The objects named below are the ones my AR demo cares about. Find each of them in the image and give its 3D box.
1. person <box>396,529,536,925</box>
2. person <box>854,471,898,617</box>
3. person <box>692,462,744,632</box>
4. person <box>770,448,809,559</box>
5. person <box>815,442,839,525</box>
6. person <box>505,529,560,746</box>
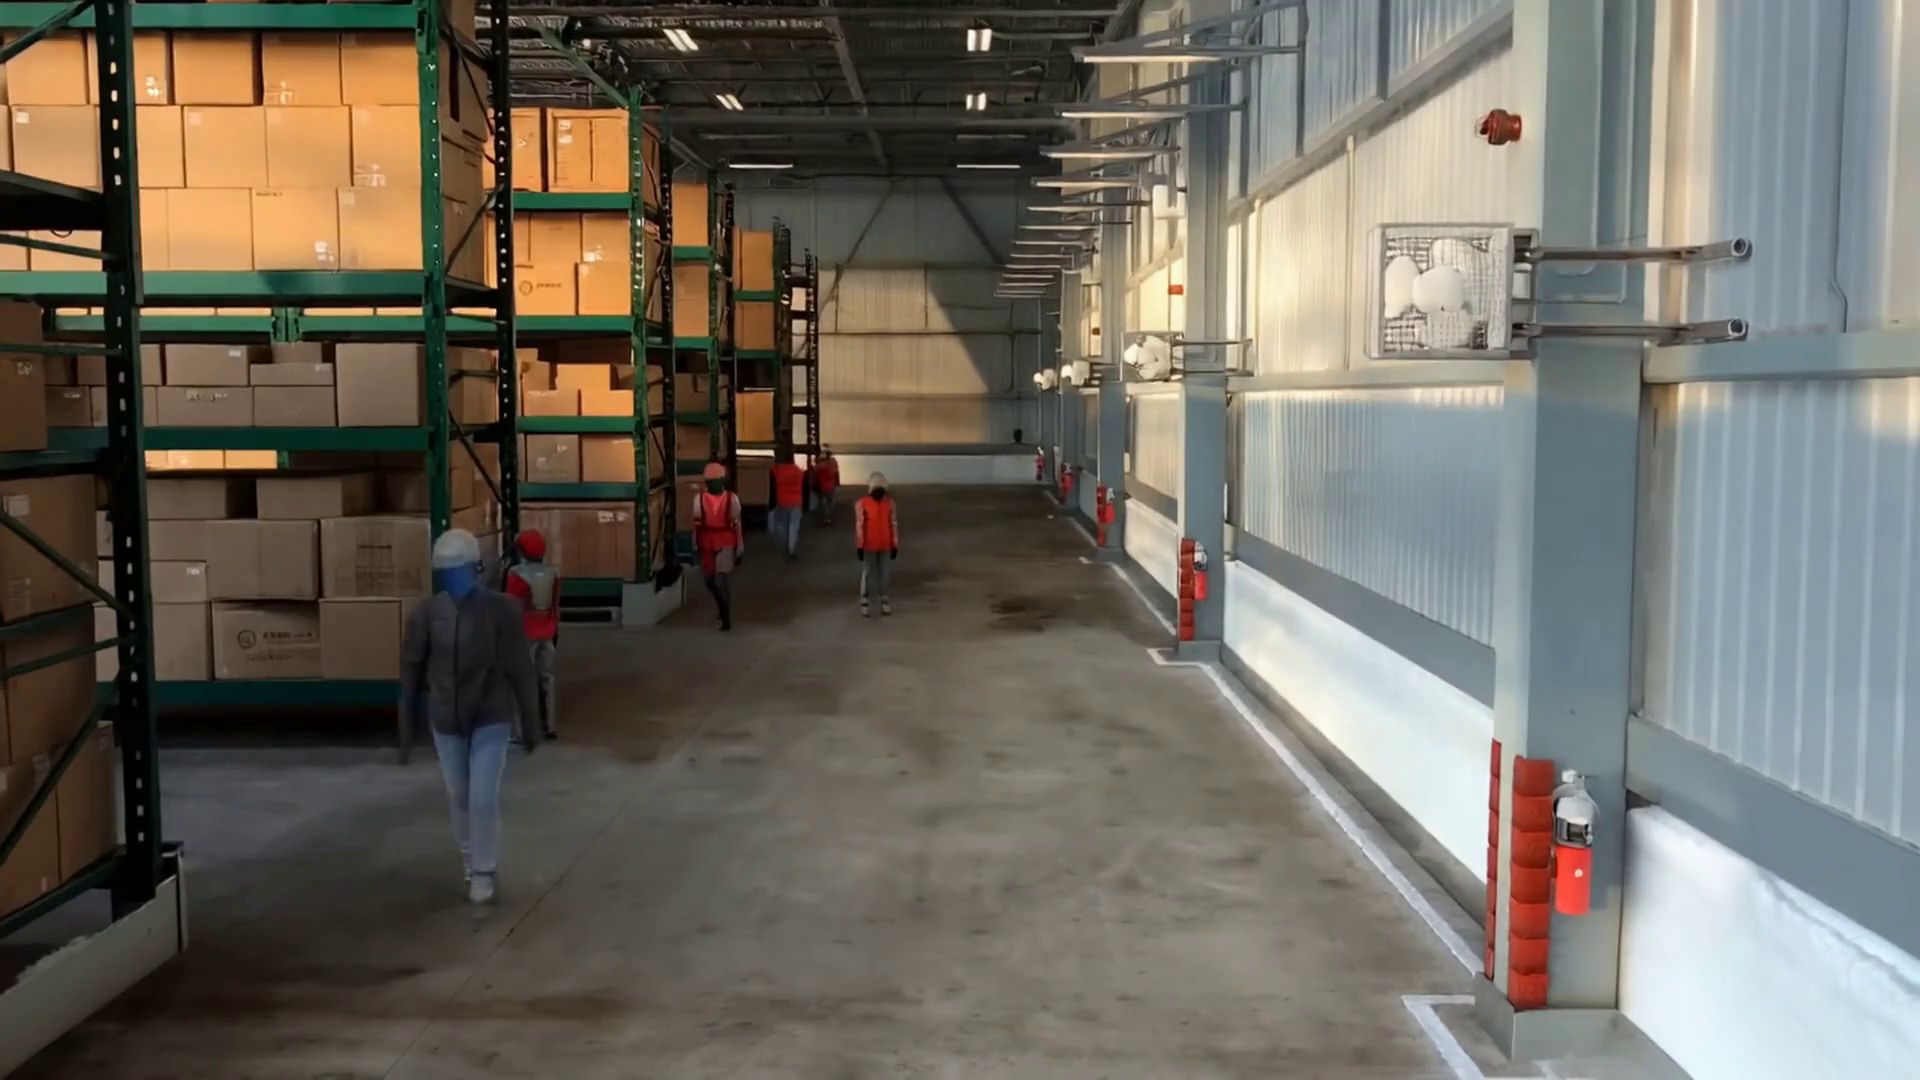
[{"bbox_3d":[-2.507,0.931,8.316,0.662,1.958,0.876,0,5,0],"label":"person"},{"bbox_3d":[-0.987,0.052,19.851,0.566,1.744,0.350,-3,6,-31],"label":"person"},{"bbox_3d":[-2.704,0.064,18.808,0.586,1.911,0.680,1,5,11],"label":"person"},{"bbox_3d":[-2.767,-0.586,26.956,0.635,1.811,0.859,0,5,0],"label":"person"},{"bbox_3d":[-2.764,-1.184,34.436,0.489,1.721,0.692,-1,5,-10],"label":"person"},{"bbox_3d":[-3.228,0.732,12.583,0.317,1.631,0.523,3,6,31],"label":"person"}]
